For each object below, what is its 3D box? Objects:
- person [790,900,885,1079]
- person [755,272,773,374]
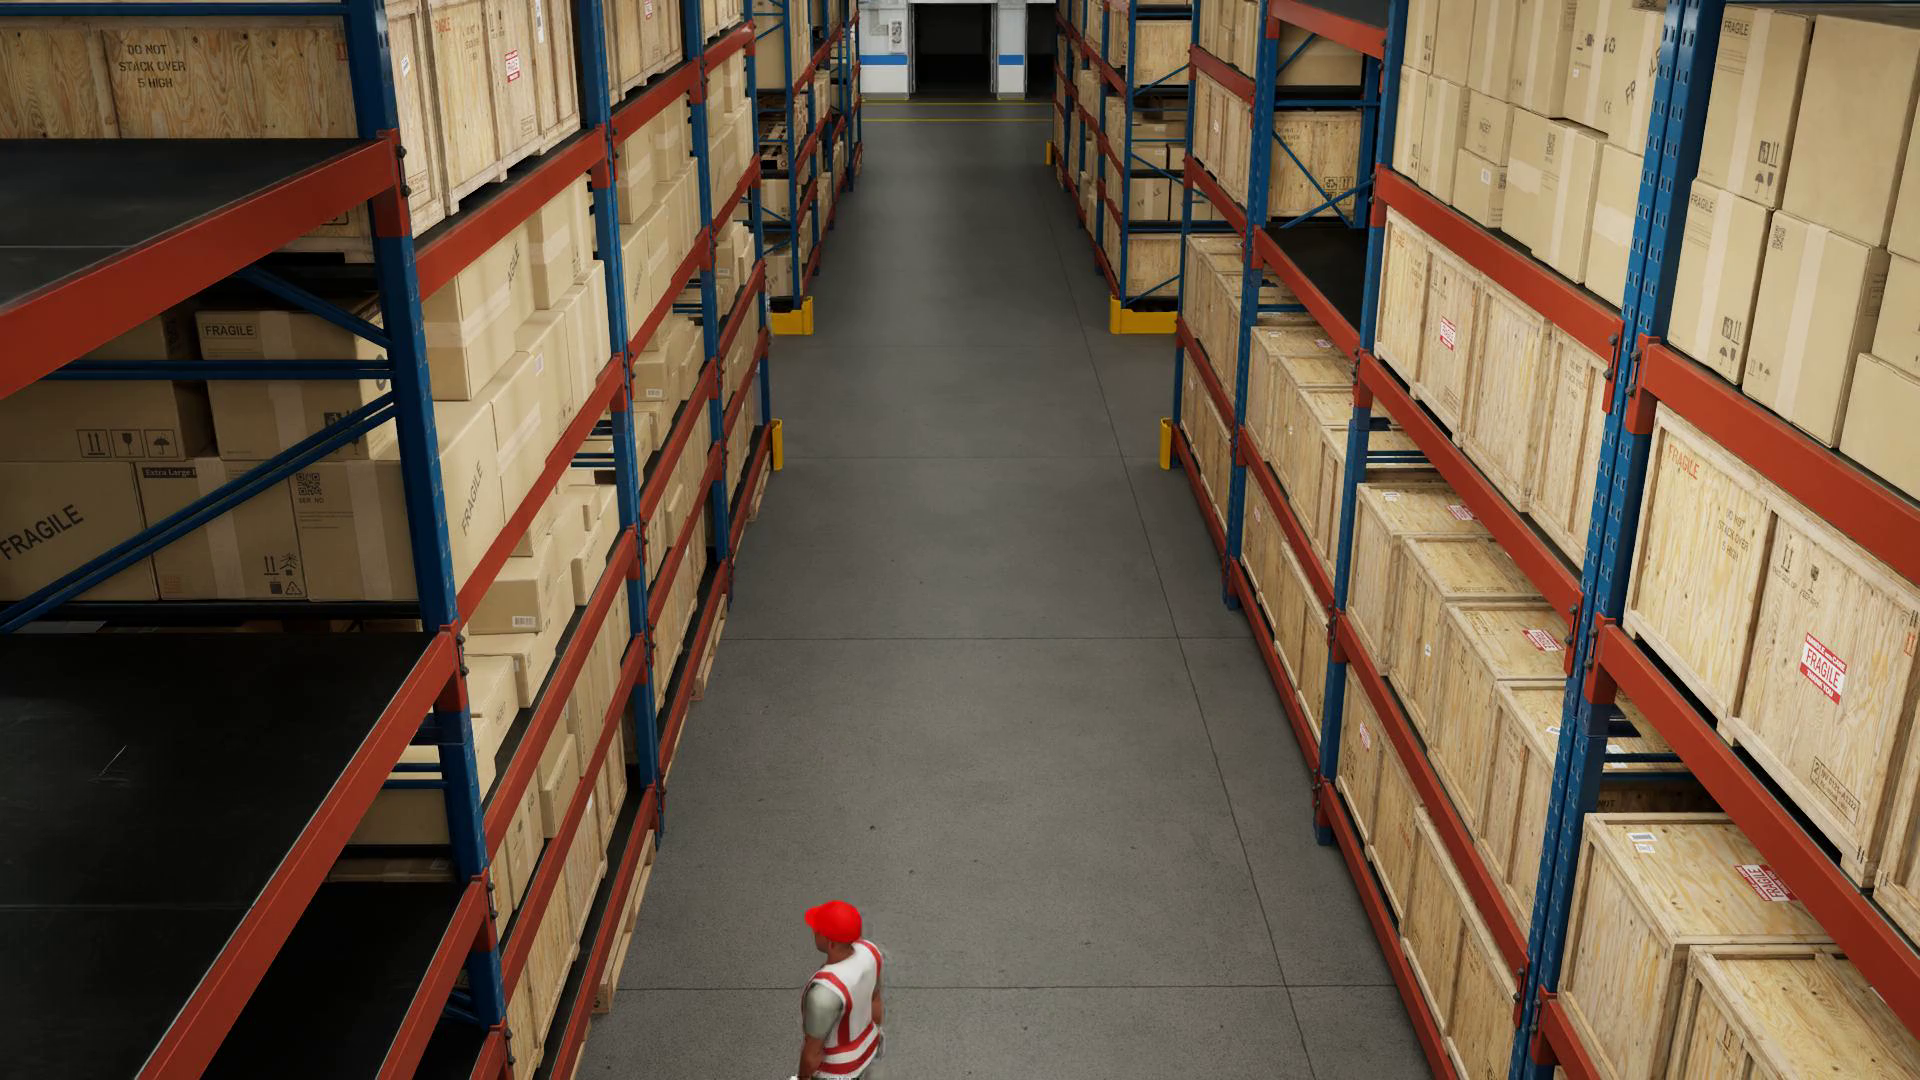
[{"bbox_3d":[-0.635,2.501,8.071,0.457,1.785,0.590,9,23,22],"label":"person"},{"bbox_3d":[-2.801,-3.133,22.541,0.579,1.672,0.524,17,27,36],"label":"person"}]
